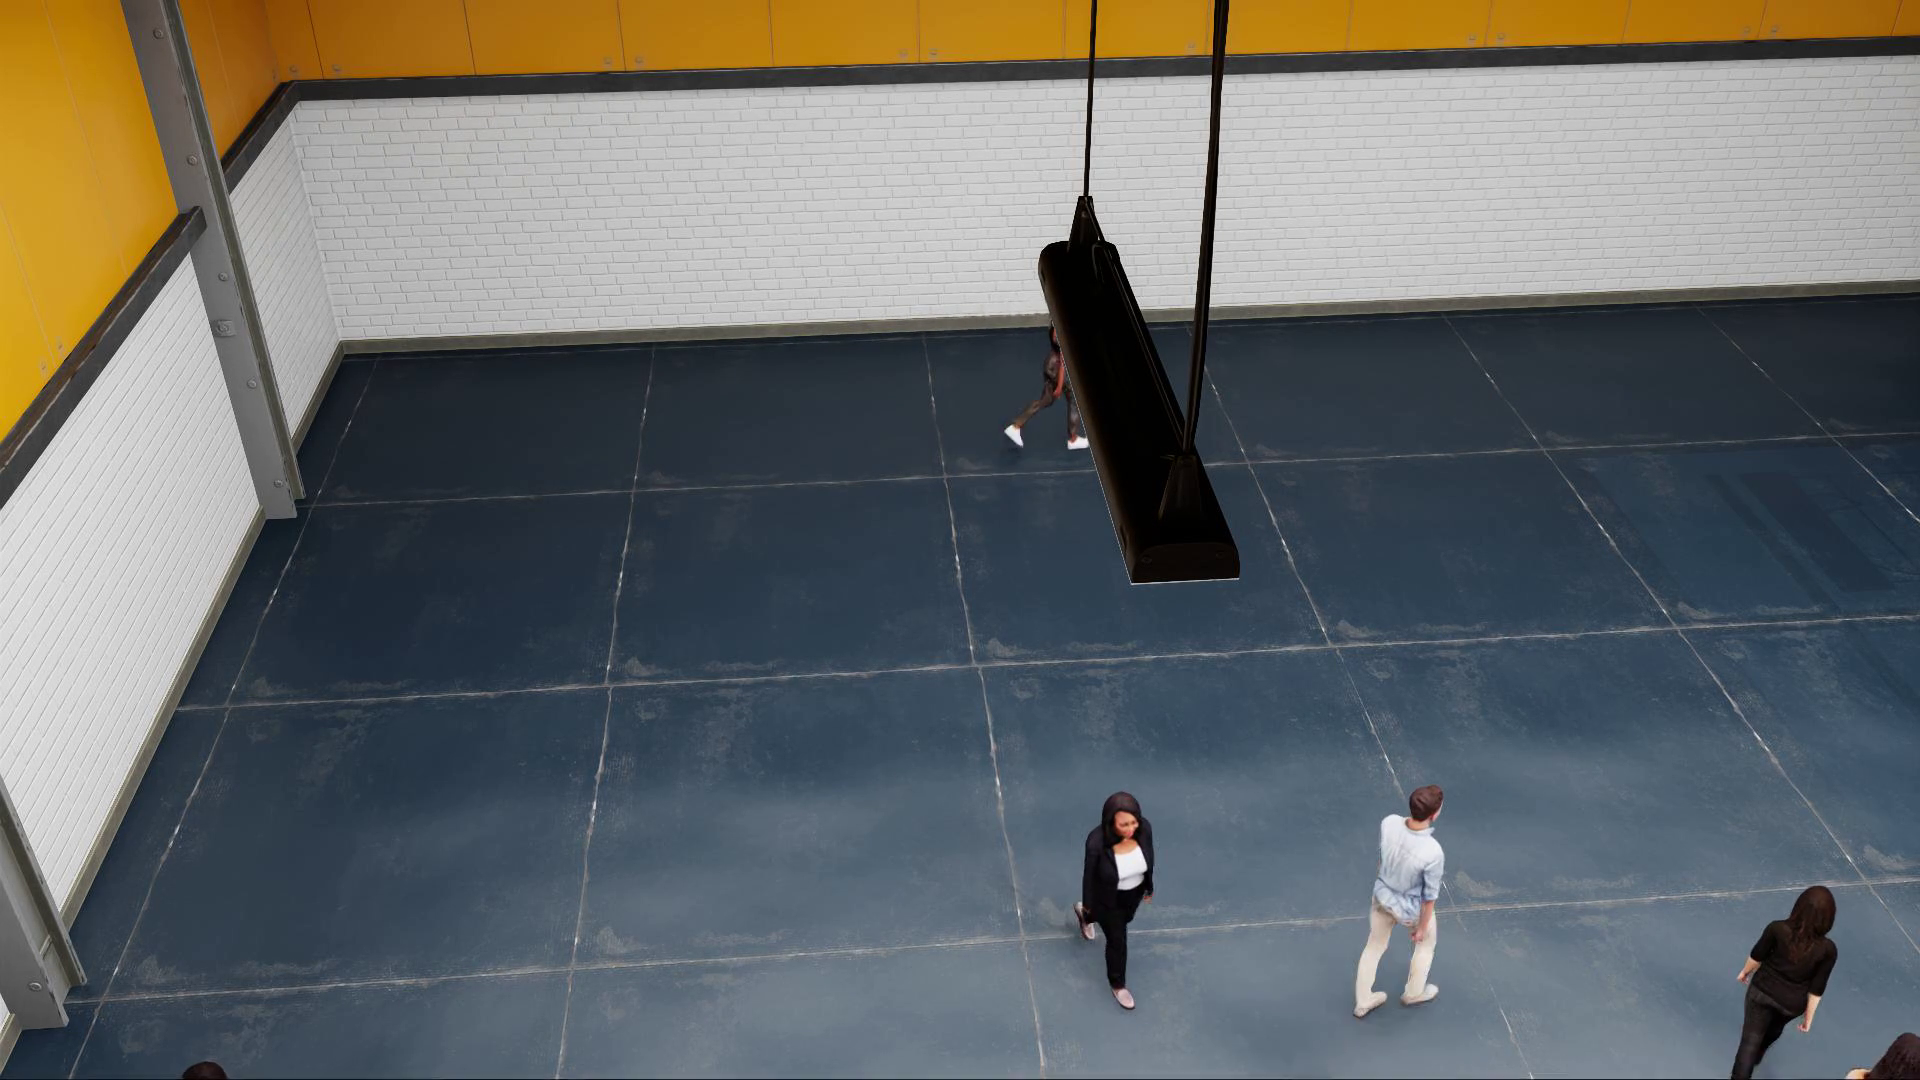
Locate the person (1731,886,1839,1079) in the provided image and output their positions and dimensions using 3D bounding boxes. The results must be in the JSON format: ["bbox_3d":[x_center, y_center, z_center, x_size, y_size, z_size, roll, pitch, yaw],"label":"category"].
[{"bbox_3d":[4.752,2.727,9.694,0.973,1.608,1.156,17,37,23],"label":"person"}]

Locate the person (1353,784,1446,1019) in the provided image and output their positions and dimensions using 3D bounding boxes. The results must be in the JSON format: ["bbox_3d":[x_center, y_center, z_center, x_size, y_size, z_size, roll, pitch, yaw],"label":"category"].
[{"bbox_3d":[2.637,2.263,10.190,0.928,1.831,0.890,-25,41,-32],"label":"person"}]

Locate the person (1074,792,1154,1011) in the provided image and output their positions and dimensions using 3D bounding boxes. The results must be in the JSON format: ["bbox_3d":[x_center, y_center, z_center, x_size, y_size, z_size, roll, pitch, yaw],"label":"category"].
[{"bbox_3d":[0.953,2.168,10.546,0.939,1.595,1.123,-20,39,-27],"label":"person"}]

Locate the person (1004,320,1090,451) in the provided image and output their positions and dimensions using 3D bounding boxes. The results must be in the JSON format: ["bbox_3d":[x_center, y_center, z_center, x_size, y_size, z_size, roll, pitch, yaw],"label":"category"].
[{"bbox_3d":[0.867,-1.587,16.127,0.764,1.672,1.086,-9,35,-13],"label":"person"}]
